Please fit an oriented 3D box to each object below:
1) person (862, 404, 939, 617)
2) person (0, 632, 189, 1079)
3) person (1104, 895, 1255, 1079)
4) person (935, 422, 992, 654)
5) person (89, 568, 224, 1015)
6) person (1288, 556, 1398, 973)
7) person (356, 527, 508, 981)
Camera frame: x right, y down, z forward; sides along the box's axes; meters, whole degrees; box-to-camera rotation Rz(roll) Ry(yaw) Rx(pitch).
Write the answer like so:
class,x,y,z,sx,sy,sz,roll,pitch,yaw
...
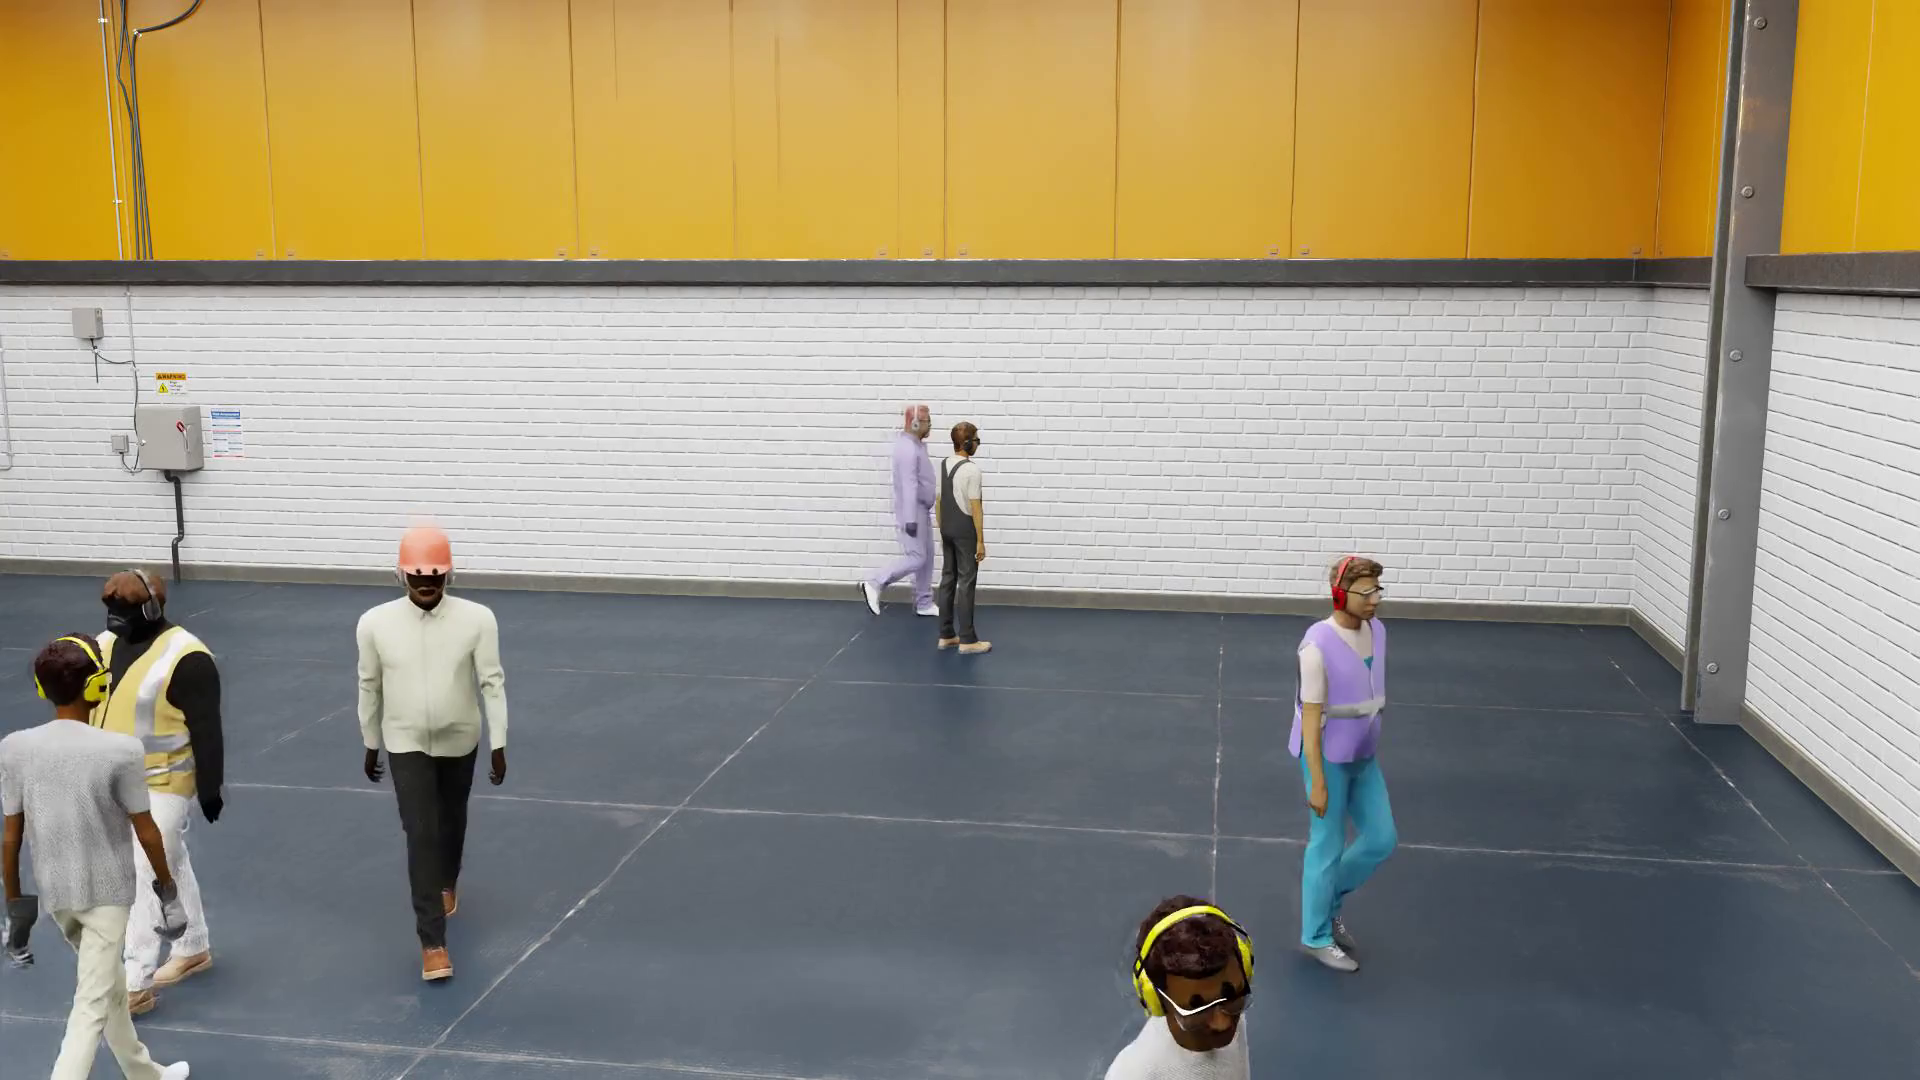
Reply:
class,x,y,z,sx,sy,sz,roll,pitch,yaw
person,-0.456,-0.244,14.450,0.689,1.884,0.649,1,9,3
person,-2.966,1.221,5.651,0.528,1.829,0.984,1,9,8
person,0.544,1.588,3.386,0.787,1.823,0.482,3,10,17
person,0.013,-0.020,13.225,0.328,1.842,0.516,-8,12,-39
person,-3.440,1.031,6.826,0.634,1.818,0.790,6,11,31
person,1.649,0.965,7.193,0.590,1.828,0.446,-9,13,-44
person,-2.353,0.876,7.449,0.627,1.932,1.080,-4,10,-21
